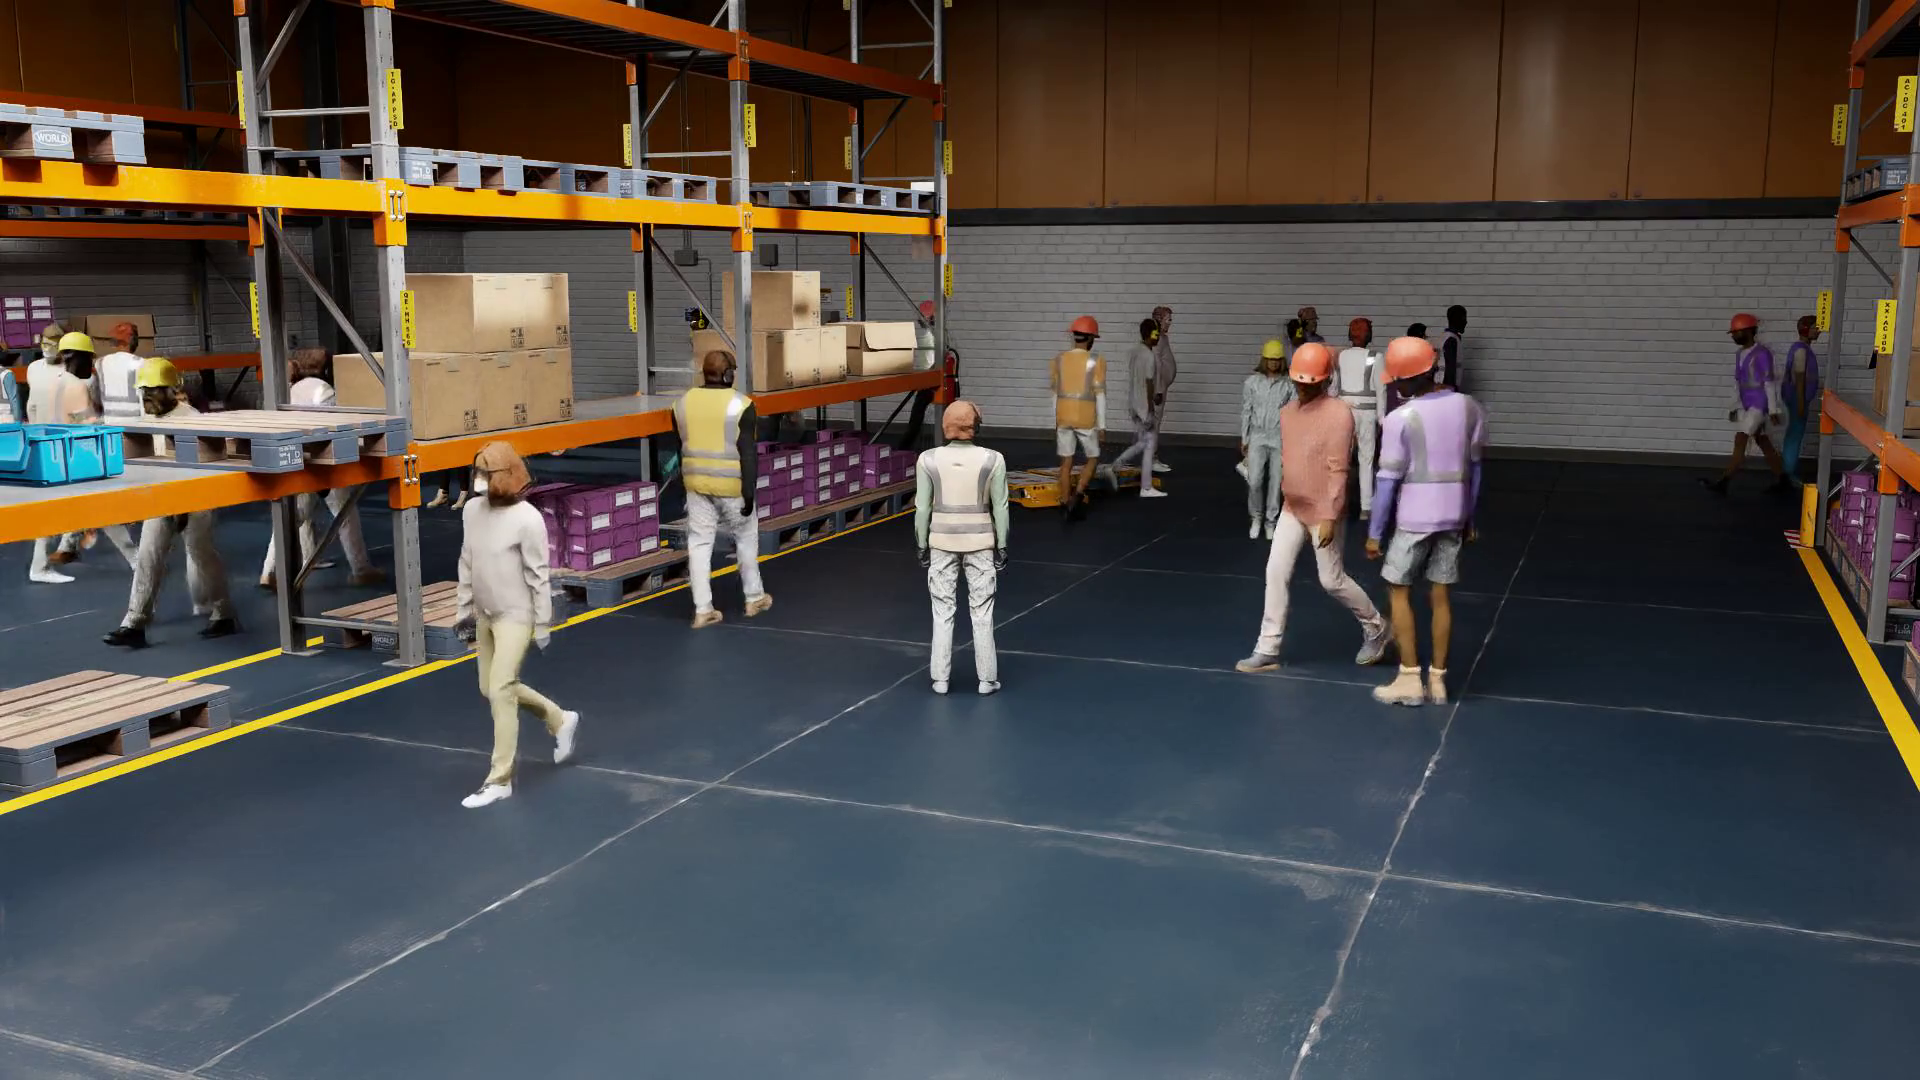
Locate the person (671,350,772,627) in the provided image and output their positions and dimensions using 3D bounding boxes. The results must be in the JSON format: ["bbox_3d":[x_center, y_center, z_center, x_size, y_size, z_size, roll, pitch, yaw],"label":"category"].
[{"bbox_3d":[-1.569,-0.359,11.125,0.630,1.815,0.816,3,10,15],"label":"person"}]

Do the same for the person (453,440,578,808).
[{"bbox_3d":[-1.983,0.344,7.440,0.515,1.612,0.649,7,12,37],"label":"person"}]

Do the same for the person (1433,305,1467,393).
[{"bbox_3d":[5.641,-1.750,19.225,0.373,1.914,0.596,2,10,11],"label":"person"}]

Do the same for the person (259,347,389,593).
[{"bbox_3d":[-4.711,-0.505,12.100,0.633,1.799,0.978,7,12,36],"label":"person"}]

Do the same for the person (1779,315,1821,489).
[{"bbox_3d":[8.942,-1.470,17.735,0.378,1.844,0.569,4,10,25],"label":"person"}]

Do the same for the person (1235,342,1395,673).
[{"bbox_3d":[2.116,-0.183,9.662,0.900,1.950,0.619,-5,11,-30],"label":"person"}]

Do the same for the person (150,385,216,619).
[{"bbox_3d":[-5.250,-0.255,11.083,0.512,1.613,0.633,2,10,14],"label":"person"}]

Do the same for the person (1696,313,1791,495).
[{"bbox_3d":[8.175,-1.388,17.139,1.018,1.871,0.582,1,9,3],"label":"person"}]

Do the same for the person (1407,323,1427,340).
[{"bbox_3d":[5.368,-1.716,19.682,0.539,1.694,0.318,8,12,41],"label":"person"}]

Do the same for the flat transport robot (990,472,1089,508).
[{"bbox_3d":[0.617,-0.525,16.772,0.652,0.197,1.431,-6,11,-31],"label":"flat transport robot"}]

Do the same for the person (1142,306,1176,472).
[{"bbox_3d":[2.294,-1.743,19.229,0.404,1.904,0.654,1,9,6],"label":"person"}]

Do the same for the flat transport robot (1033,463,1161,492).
[{"bbox_3d":[1.358,-0.650,17.532,1.431,0.197,0.652,-6,11,-31],"label":"flat transport robot"}]

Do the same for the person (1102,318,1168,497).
[{"bbox_3d":[1.825,-1.336,16.945,0.571,1.847,0.529,-3,10,-16],"label":"person"}]

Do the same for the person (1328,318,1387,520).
[{"bbox_3d":[3.721,-1.131,15.576,0.573,1.883,0.356,7,12,37],"label":"person"}]

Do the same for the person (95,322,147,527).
[{"bbox_3d":[-7.543,-1.061,15.225,0.588,1.845,0.887,1,9,9],"label":"person"}]

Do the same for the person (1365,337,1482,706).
[{"bbox_3d":[2.518,-0.080,8.922,0.656,2.003,0.402,-3,10,-19],"label":"person"}]

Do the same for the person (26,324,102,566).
[{"bbox_3d":[-7.087,-0.764,13.241,0.665,1.919,0.538,3,10,20],"label":"person"}]

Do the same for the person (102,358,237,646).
[{"bbox_3d":[-4.948,-0.222,10.331,0.609,1.792,0.898,5,10,26],"label":"person"}]

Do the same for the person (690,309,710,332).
[{"bbox_3d":[-3.020,-1.796,19.699,0.323,1.858,0.510,-1,9,-8],"label":"person"}]

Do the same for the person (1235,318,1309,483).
[{"bbox_3d":[3.463,-1.468,17.856,0.953,1.830,0.498,1,9,6],"label":"person"}]

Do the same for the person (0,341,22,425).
[{"bbox_3d":[-9.423,-1.142,16.362,0.514,1.645,0.308,4,10,23],"label":"person"}]

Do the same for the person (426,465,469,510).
[{"bbox_3d":[-4.984,-1.137,16.172,0.534,1.697,0.318,5,10,26],"label":"person"}]

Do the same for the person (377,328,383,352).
[{"bbox_3d":[-7.607,-2.245,22.189,1.031,1.938,0.644,-4,10,-23],"label":"person"}]

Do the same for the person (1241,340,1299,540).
[{"bbox_3d":[2.674,-0.851,14.310,0.506,1.727,0.454,1,9,6],"label":"person"}]

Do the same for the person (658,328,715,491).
[{"bbox_3d":[-2.731,-1.339,17.315,0.784,1.728,0.560,-3,10,-19],"label":"person"}]

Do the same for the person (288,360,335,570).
[{"bbox_3d":[-5.165,-0.578,12.954,0.523,1.640,0.306,5,11,27],"label":"person"}]

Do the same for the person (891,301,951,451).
[{"bbox_3d":[-0.419,-1.876,19.902,1.019,1.938,0.657,3,10,17],"label":"person"}]

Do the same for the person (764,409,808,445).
[{"bbox_3d":[-1.849,-1.476,17.927,0.534,1.794,0.961,7,11,35],"label":"person"}]

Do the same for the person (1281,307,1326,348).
[{"bbox_3d":[3.892,-1.661,18.712,0.641,1.908,0.407,-7,12,-37],"label":"person"}]

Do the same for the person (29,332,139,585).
[{"bbox_3d":[-6.551,-0.617,12.498,1.011,1.856,0.622,-6,11,-32],"label":"person"}]

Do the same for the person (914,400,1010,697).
[{"bbox_3d":[0.011,0.052,9.150,0.523,1.636,0.311,1,9,5],"label":"person"}]

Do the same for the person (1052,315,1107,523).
[{"bbox_3d":[1.101,-1.099,15.285,0.575,1.913,0.442,4,10,25],"label":"person"}]
